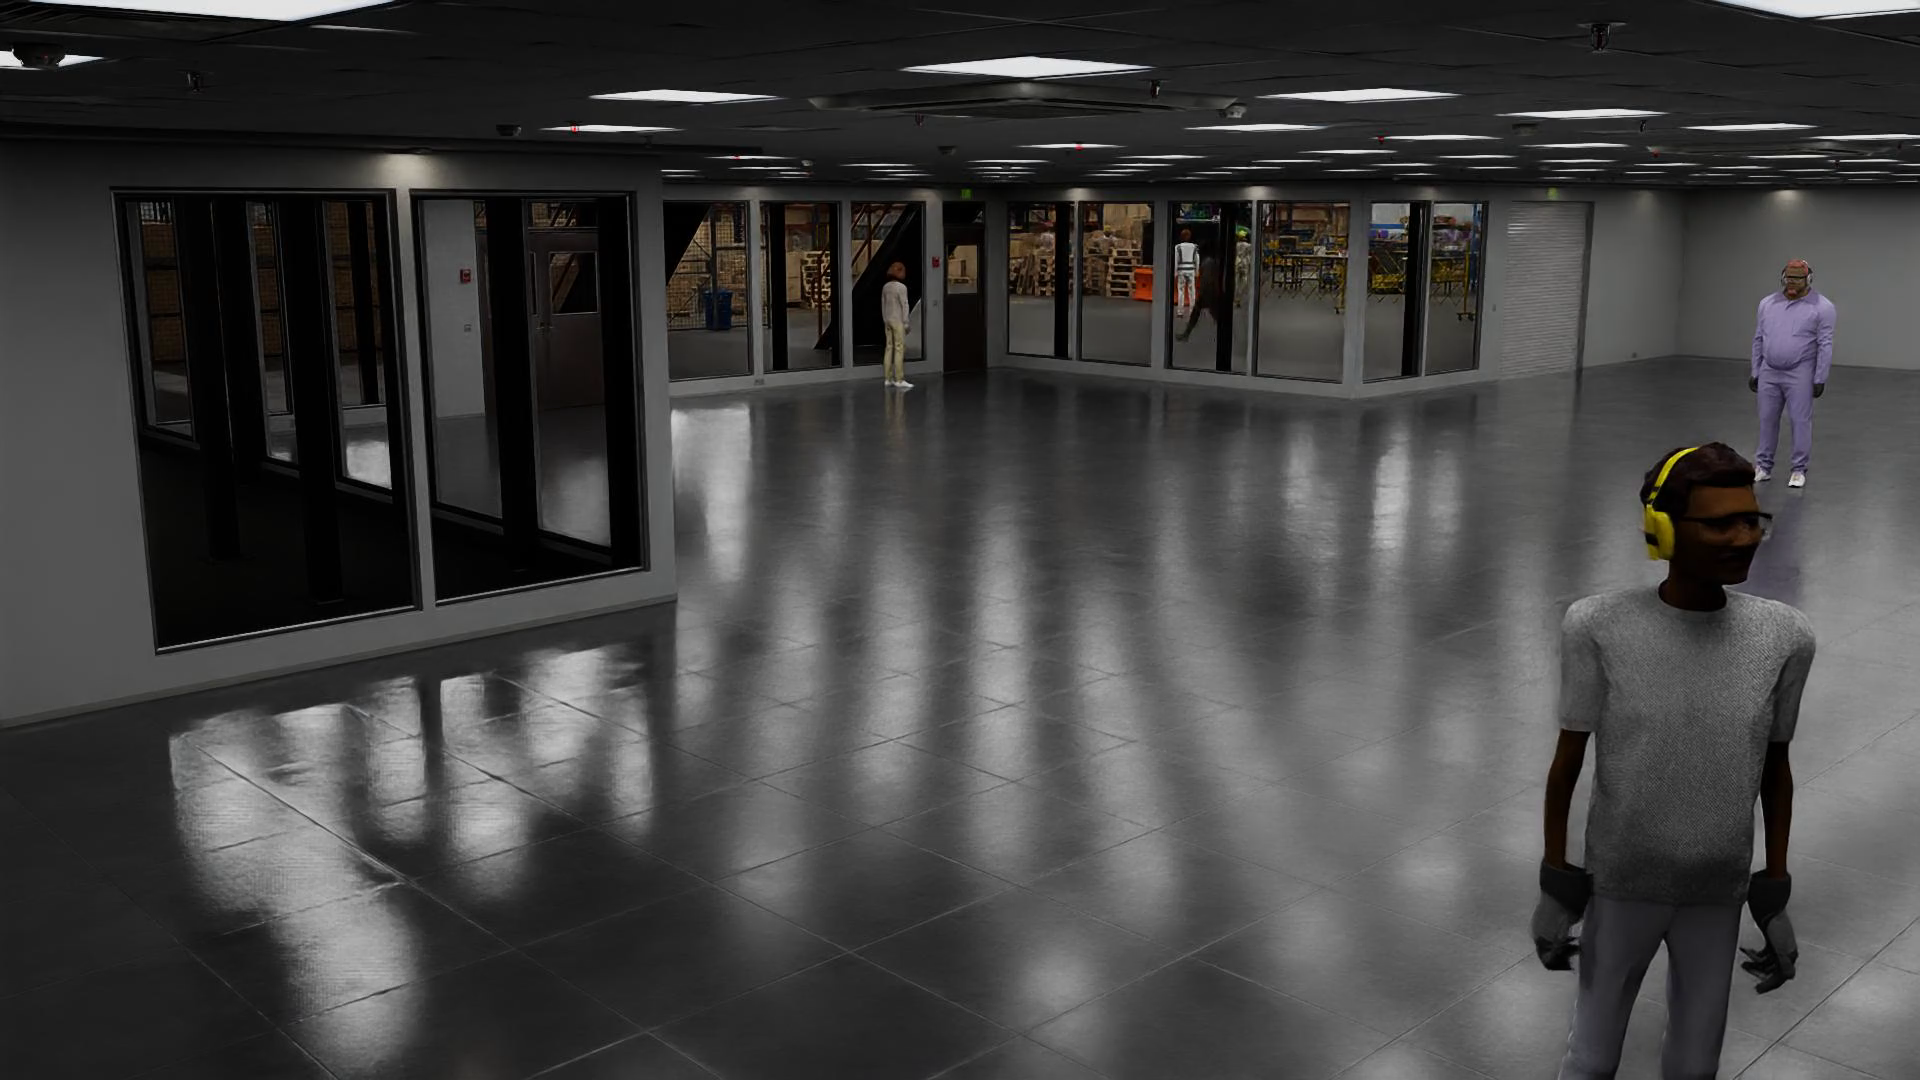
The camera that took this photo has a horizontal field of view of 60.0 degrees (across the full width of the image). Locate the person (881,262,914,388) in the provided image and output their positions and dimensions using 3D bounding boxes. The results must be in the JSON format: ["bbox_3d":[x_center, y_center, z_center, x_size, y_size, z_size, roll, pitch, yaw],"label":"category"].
[{"bbox_3d":[-0.829,-2.804,21.694,0.280,1.633,0.498,-9,14,-38],"label":"person"}]

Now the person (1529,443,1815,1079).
[{"bbox_3d":[1.450,0.728,3.413,0.530,1.874,0.320,1,11,6],"label":"person"}]

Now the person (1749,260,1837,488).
[{"bbox_3d":[6.959,-1.396,13.986,0.399,1.900,0.644,-9,15,-39],"label":"person"}]
